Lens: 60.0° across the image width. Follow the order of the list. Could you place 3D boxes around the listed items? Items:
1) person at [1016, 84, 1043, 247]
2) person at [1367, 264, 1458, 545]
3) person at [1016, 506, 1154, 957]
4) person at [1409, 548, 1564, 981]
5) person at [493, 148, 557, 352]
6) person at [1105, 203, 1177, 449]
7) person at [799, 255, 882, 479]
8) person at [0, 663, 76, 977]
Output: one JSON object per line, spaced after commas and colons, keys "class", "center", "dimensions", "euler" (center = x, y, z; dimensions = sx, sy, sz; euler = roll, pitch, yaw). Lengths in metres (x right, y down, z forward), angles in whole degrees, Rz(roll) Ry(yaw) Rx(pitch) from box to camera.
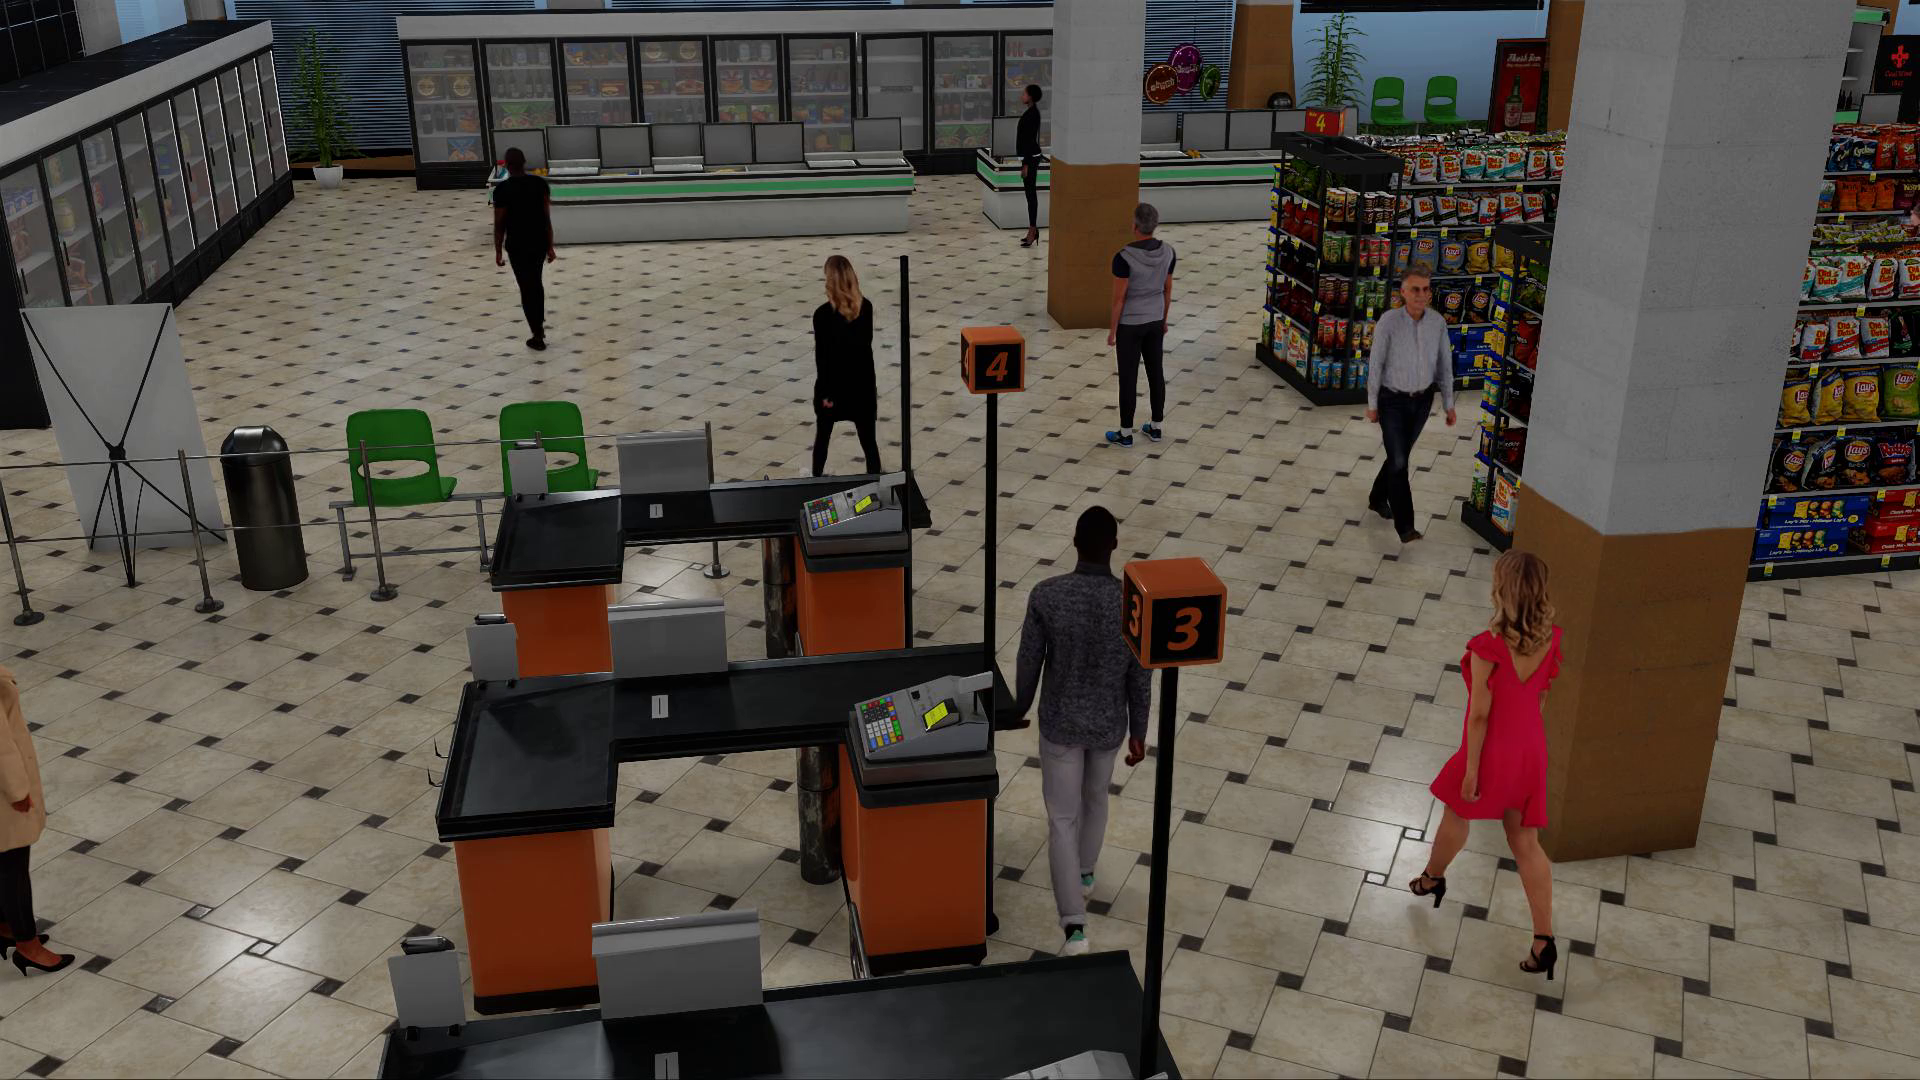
{"class": "person", "center": [0.816, -4.346, 19.290], "dimensions": [0.615, 1.834, 0.650], "euler": [3, 22, 7]}
{"class": "person", "center": [2.870, -0.914, 10.835], "dimensions": [1.053, 1.770, 0.718], "euler": [-4, 22, -11]}
{"class": "person", "center": [0.483, 0.787, 6.545], "dimensions": [1.095, 1.812, 0.801], "euler": [-2, 22, -6]}
{"class": "person", "center": [2.163, 0.902, 6.438], "dimensions": [1.028, 1.678, 0.756], "euler": [-8, 23, -18]}
{"class": "person", "center": [-3.859, -2.595, 14.972], "dimensions": [0.766, 1.805, 0.857], "euler": [-15, 26, -33]}
{"class": "person", "center": [1.367, -1.613, 12.494], "dimensions": [0.637, 1.830, 0.816], "euler": [-12, 25, -27]}
{"class": "person", "center": [-0.688, -0.937, 10.912], "dimensions": [1.175, 1.755, 0.970], "euler": [-12, 25, -28]}
{"class": "person", "center": [-3.742, 0.910, 6.416], "dimensions": [0.724, 1.681, 0.744], "euler": [19, 29, 39]}
